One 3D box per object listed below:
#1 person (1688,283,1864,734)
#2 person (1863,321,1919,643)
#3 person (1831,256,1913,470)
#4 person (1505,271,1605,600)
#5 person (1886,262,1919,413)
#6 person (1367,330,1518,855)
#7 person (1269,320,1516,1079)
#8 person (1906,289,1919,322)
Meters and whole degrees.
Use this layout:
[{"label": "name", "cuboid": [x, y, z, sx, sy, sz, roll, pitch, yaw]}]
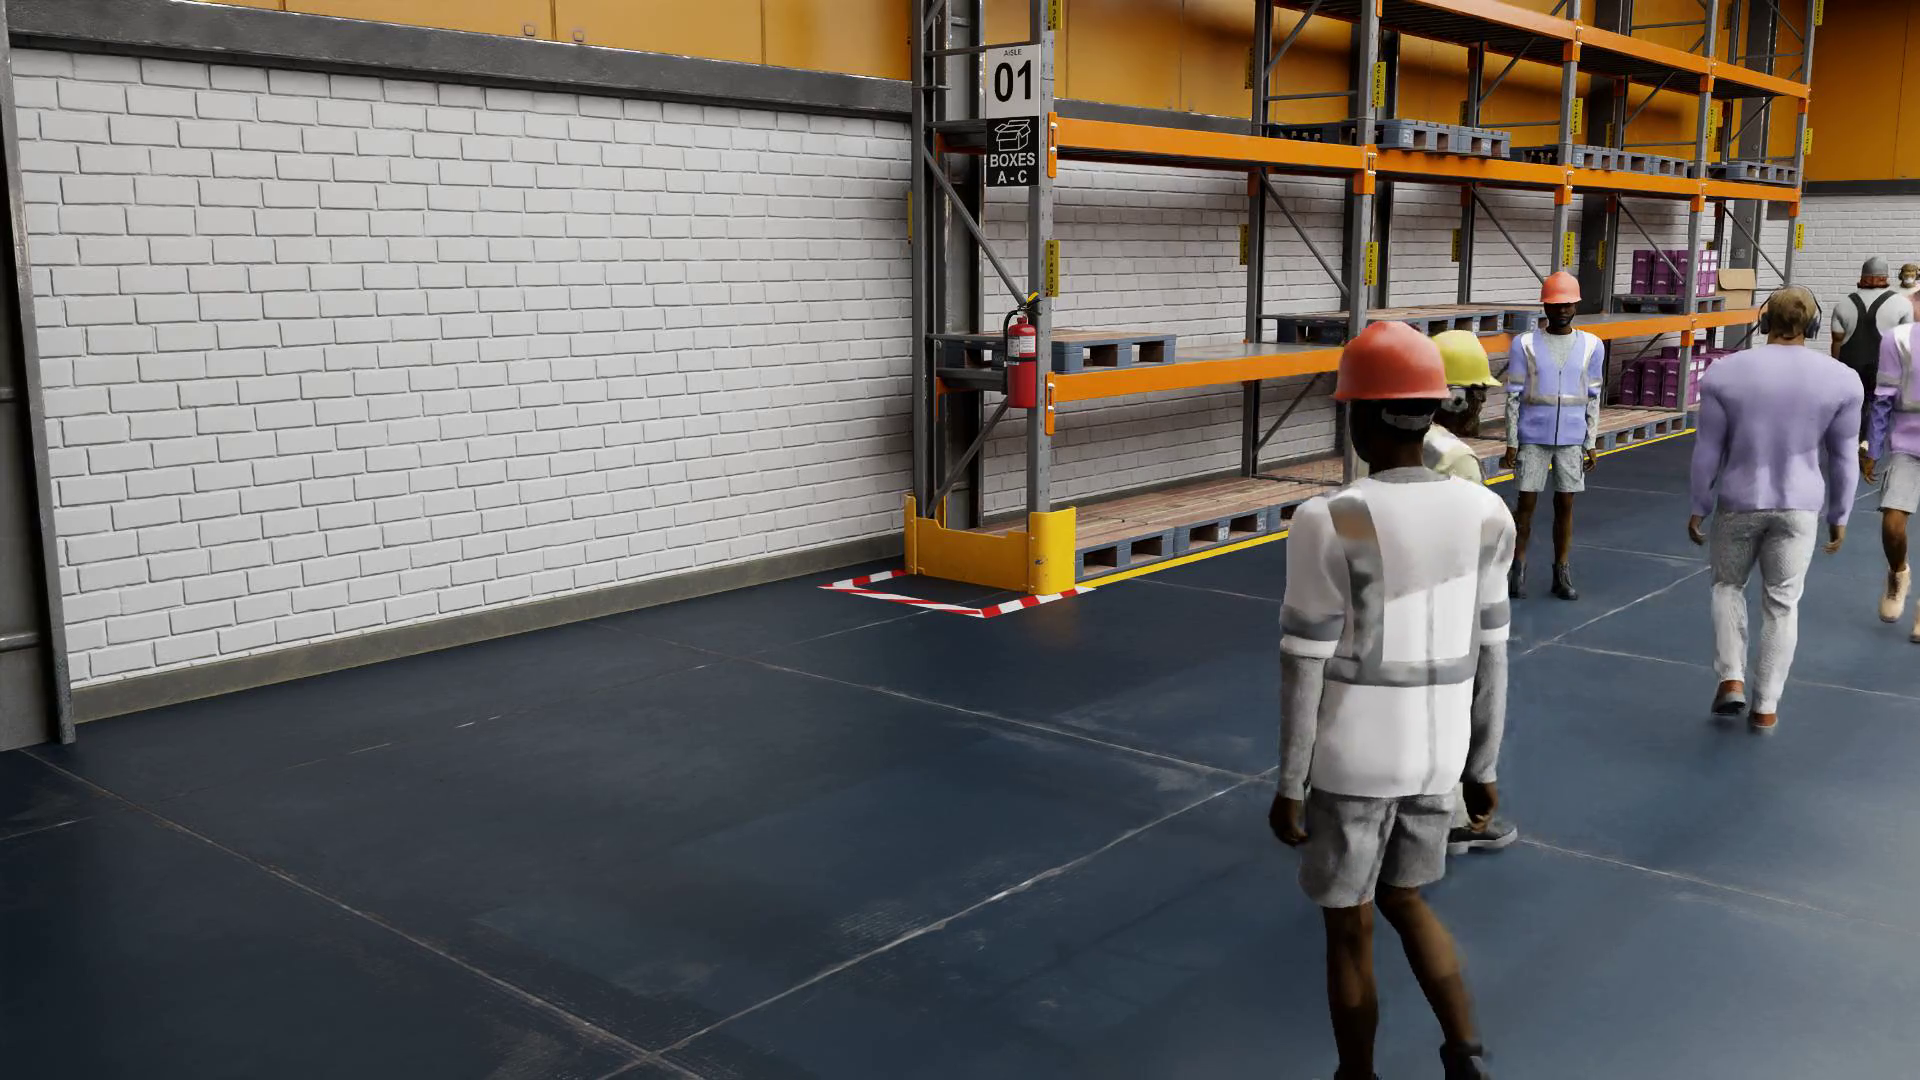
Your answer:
[{"label": "person", "cuboid": [3.483, -0.128, 7.143, 0.653, 1.921, 0.451, 4, 11, 23]}, {"label": "person", "cuboid": [5.140, -0.470, 8.772, 0.643, 2.031, 0.475, 6, 11, 29]}, {"label": "person", "cuboid": [8.559, -1.682, 15.655, 0.681, 2.000, 0.892, 10, 14, 43]}, {"label": "person", "cuboid": [3.499, -0.606, 9.825, 0.545, 1.938, 0.362, 1, 10, 8]}, {"label": "person", "cuboid": [12.022, -2.581, 21.189, 0.628, 1.909, 0.860, 5, 11, 28]}, {"label": "person", "cuboid": [1.639, 0.224, 5.462, 0.778, 1.801, 0.629, -1, 10, -7]}, {"label": "person", "cuboid": [0.959, 0.482, 3.696, 0.542, 1.922, 0.492, -4, 11, -21]}, {"label": "person", "cuboid": [10.757, -2.101, 18.515, 0.644, 1.881, 0.874, 2, 10, 13]}]
